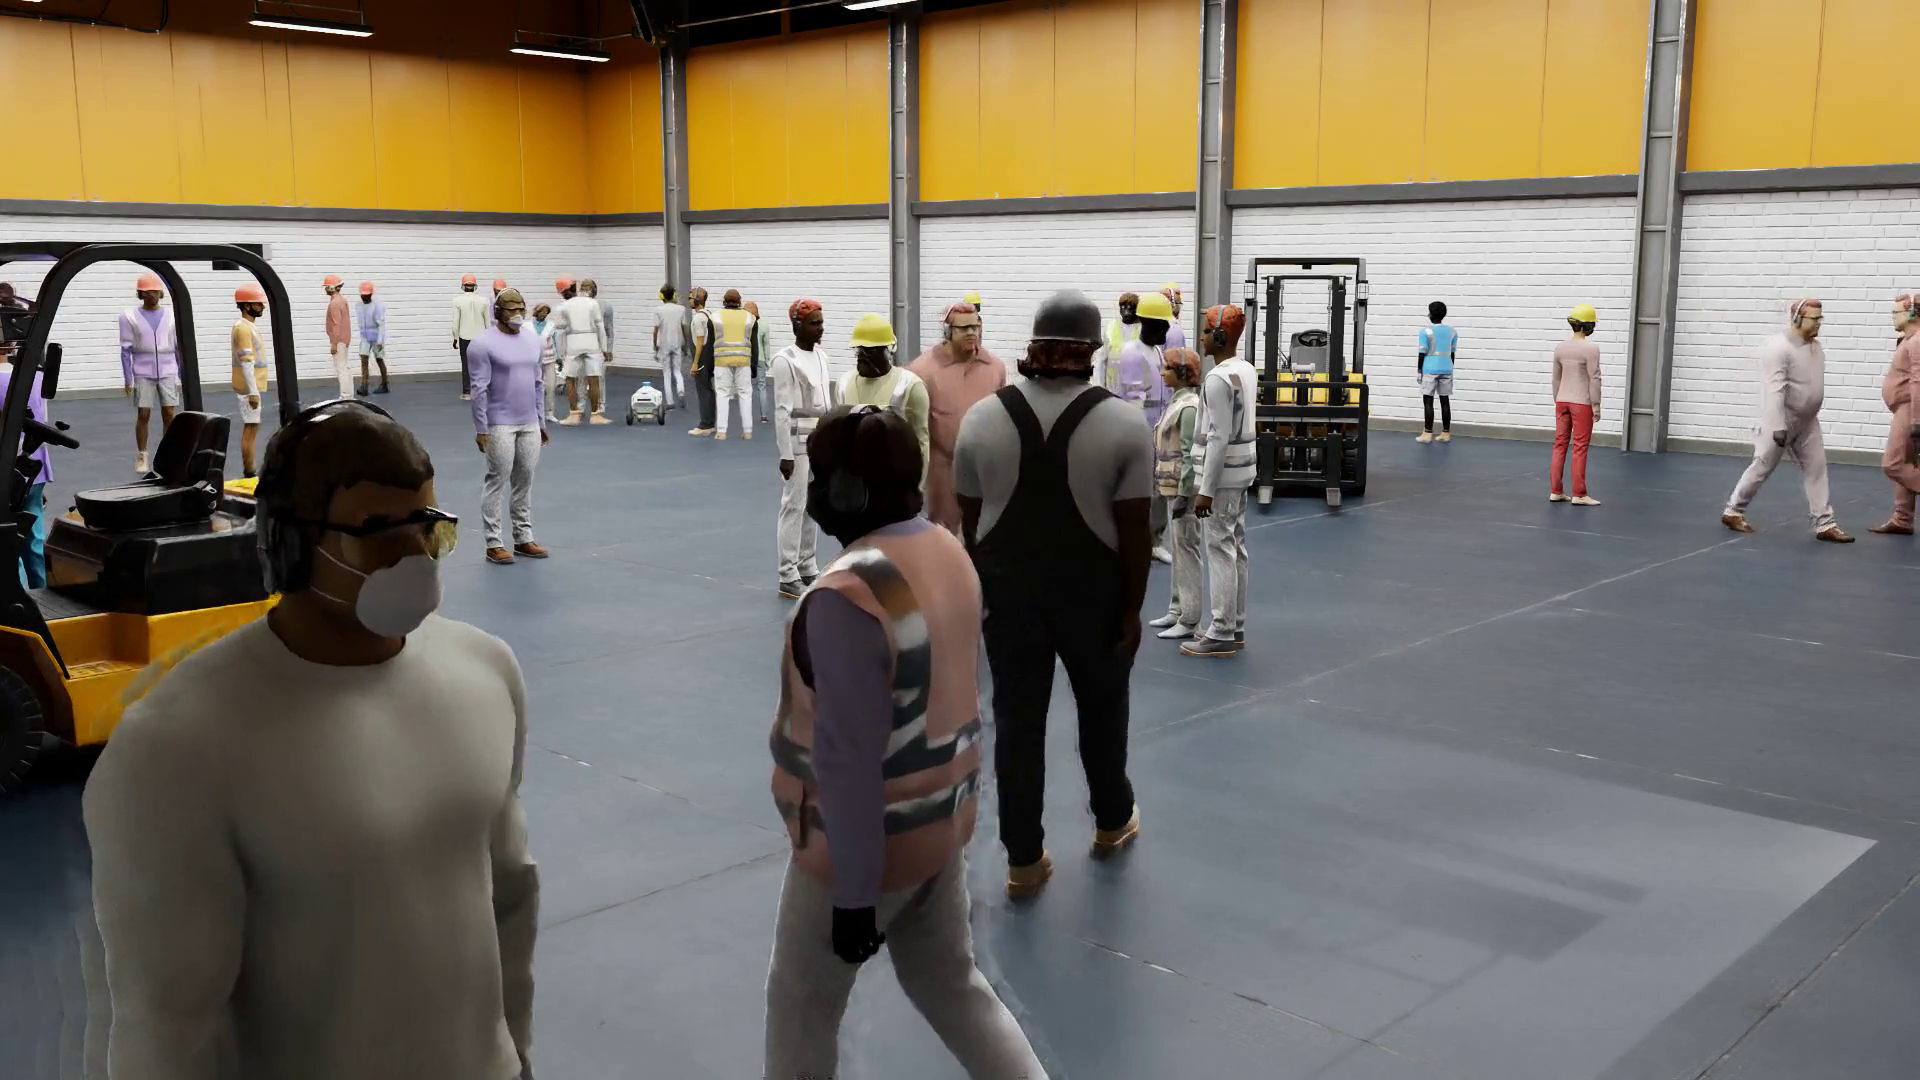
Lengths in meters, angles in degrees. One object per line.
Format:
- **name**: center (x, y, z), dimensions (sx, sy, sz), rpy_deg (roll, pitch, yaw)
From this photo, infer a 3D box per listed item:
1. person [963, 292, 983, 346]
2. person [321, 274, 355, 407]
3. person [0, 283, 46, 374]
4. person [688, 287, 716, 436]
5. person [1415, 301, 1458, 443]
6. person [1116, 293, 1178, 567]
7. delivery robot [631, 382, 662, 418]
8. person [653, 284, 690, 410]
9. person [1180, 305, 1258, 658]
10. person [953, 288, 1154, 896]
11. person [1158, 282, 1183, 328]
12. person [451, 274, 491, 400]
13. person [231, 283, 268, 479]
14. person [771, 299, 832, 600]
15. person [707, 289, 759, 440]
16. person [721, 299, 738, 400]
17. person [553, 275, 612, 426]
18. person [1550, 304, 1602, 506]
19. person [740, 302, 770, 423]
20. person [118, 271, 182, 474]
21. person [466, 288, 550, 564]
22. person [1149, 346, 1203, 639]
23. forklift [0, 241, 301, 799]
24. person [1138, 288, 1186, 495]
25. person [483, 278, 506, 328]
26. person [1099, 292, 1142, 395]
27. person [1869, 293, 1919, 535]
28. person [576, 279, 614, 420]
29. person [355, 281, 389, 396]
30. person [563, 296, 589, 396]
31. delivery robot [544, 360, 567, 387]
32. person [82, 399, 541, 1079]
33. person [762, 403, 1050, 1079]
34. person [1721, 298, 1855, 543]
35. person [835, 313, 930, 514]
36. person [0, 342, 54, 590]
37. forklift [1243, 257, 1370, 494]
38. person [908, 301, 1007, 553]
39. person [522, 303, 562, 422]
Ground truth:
- **person**: center (0.165, -2.446, 22.352), dimensions (0.312, 1.769, 0.525), rpy_deg (4, 10, 21)
- **person**: center (-9.333, -2.984, 24.946), dimensions (0.396, 1.992, 0.622), rpy_deg (-1, 9, -6)
- **person**: center (-11.732, -2.242, 20.736), dimensions (0.676, 1.891, 0.379), rpy_deg (-1, 9, -7)
- **person**: center (-3.222, -2.215, 20.690), dimensions (0.344, 1.847, 0.504), rpy_deg (1, 9, 8)
- **person**: center (5.683, -1.999, 19.844), dimensions (0.537, 1.691, 0.321), rpy_deg (-3, 10, -19)
- **person**: center (1.311, -0.735, 11.457), dimensions (0.592, 1.903, 0.594), rpy_deg (5, 11, 30)
- **delivery robot**: center (-4.186, -1.871, 22.239), dimensions (0.477, 0.478, 0.707), rpy_deg (-1, 9, -4)
- **person**: center (-4.215, -2.802, 24.257), dimensions (0.548, 1.856, 0.482), rpy_deg (-5, 10, -26)
- **person**: center (1.399, -0.311, 8.906), dimensions (0.355, 1.883, 0.574), rpy_deg (4, 10, 23)
- **person**: center (0.347, 0.132, 5.705), dimensions (0.699, 2.000, 0.895), rpy_deg (3, 10, 16)
- **person**: center (2.232, -1.821, 18.023), dimensions (0.373, 1.928, 0.584), rpy_deg (7, 12, 36)
- **person**: center (-7.746, -3.217, 26.376), dimensions (0.622, 1.993, 0.381), rpy_deg (-6, 11, -32)
- **person**: center (-6.604, -1.423, 15.549), dimensions (0.370, 1.939, 0.543), rpy_deg (-3, 10, -20)
- **person**: center (-0.980, -0.575, 10.514), dimensions (0.338, 1.882, 0.583), rpy_deg (4, 10, 23)
- **person**: center (-2.762, -2.132, 20.247), dimensions (0.622, 1.835, 0.431), rpy_deg (-3, 10, -15)
- **person**: center (-3.577, -2.991, 26.125), dimensions (0.480, 1.627, 0.518), rpy_deg (8, 12, 40)
- **person**: center (-4.974, -2.489, 21.965), dimensions (0.742, 1.993, 0.393), rpy_deg (-3, 10, -20)
- **person**: center (5.428, -1.186, 14.623), dimensions (0.314, 1.769, 0.524), rpy_deg (-4, 10, -25)
- **person**: center (-2.801, -2.384, 22.372), dimensions (0.501, 1.633, 0.283), rpy_deg (-3, 10, -20)
- **person**: center (-8.164, -1.690, 16.875), dimensions (0.615, 2.041, 0.396), rpy_deg (-7, 11, -36)
- **person**: center (-3.179, -0.807, 11.775), dimensions (0.353, 1.936, 0.635), rpy_deg (6, 11, 35)
- **person**: center (1.243, -0.266, 9.362), dimensions (0.311, 1.642, 0.512), rpy_deg (0, 9, 0)
- **forklift**: center (-3.706, -0.171, 7.093), dimensions (1.214, 2.155, 2.313), rpy_deg (9, 13, 43)
- **person**: center (1.892, -1.357, 15.279), dimensions (0.401, 1.902, 0.643), rpy_deg (-4, 10, -23)
- **person**: center (-8.064, -3.619, 29.093), dimensions (0.568, 1.912, 0.491), rpy_deg (-1, 9, -7)
- **person**: center (1.660, -1.506, 16.357), dimensions (0.634, 1.842, 0.429), rpy_deg (4, 10, 23)
- **person**: center (7.373, -0.953, 12.812), dimensions (0.503, 1.889, 0.649), rpy_deg (5, 11, 29)
- **person**: center (-5.051, -2.601, 22.781), dimensions (0.628, 1.936, 0.375), rpy_deg (-2, 9, -10)
- **person**: center (-9.663, -3.295, 27.267), dimensions (0.552, 1.855, 1.001), rpy_deg (2, 9, 10)
- **person**: center (-6.223, -3.165, 27.160), dimensions (0.499, 1.633, 0.286), rpy_deg (-3, 10, -17)
- **delivery robot**: center (-6.678, -2.744, 27.592), dimensions (0.477, 0.478, 0.707), rpy_deg (0, 9, -3)
- **person**: center (-0.820, 0.767, 2.185), dimensions (0.755, 1.921, 0.641), rpy_deg (5, 11, 29)
- **person**: center (-0.115, 0.613, 3.487), dimensions (0.910, 1.809, 0.635), rpy_deg (4, 10, 23)
- **person**: center (6.390, -0.926, 12.816), dimensions (0.659, 1.858, 1.001), rpy_deg (-5, 11, -29)
- **person**: center (-0.465, -0.331, 9.187), dimensions (0.601, 1.827, 0.404), rpy_deg (5, 10, 26)
- **person**: center (-4.983, -0.263, 8.722), dimensions (0.390, 1.846, 0.564), rpy_deg (2, 9, 9)
- **forklift**: center (3.309, -1.629, 16.029), dimensions (1.214, 2.155, 2.313), rpy_deg (2, 9, 11)
- **person**: center (-0.012, -0.446, 9.734), dimensions (0.660, 1.888, 0.436), rpy_deg (-3, 10, -19)
- **person**: center (-5.666, -2.381, 22.411), dimensions (0.605, 1.623, 0.339), rpy_deg (-1, 9, -6)
